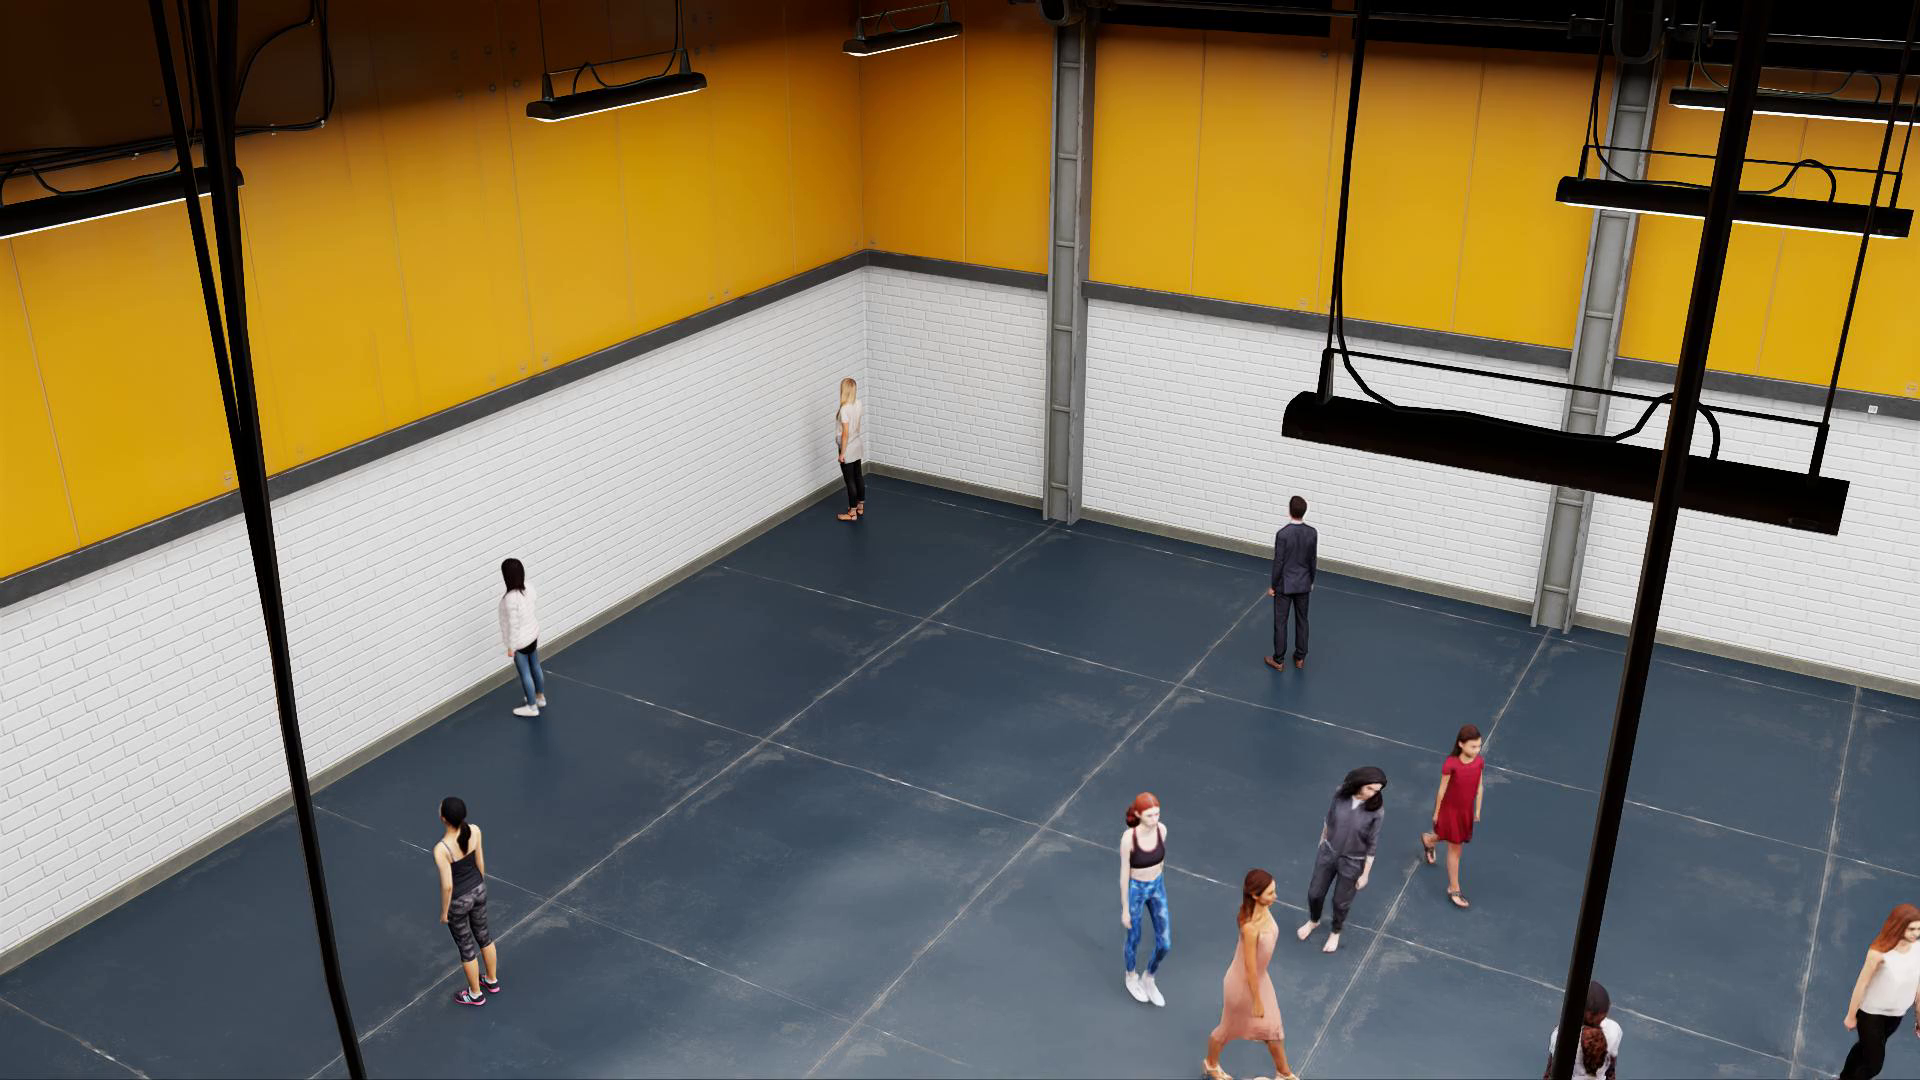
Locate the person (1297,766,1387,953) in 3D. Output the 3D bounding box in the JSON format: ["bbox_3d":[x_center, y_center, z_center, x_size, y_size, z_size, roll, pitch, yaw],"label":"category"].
[{"bbox_3d":[2.929,2.412,12.668,0.815,1.711,0.546,-17,29,-34],"label":"person"}]

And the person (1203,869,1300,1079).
[{"bbox_3d":[1.855,2.980,11.257,0.975,1.800,0.652,11,26,24],"label":"person"}]

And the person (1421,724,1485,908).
[{"bbox_3d":[3.991,2.143,13.515,0.938,1.524,1.047,-8,25,-19],"label":"person"}]

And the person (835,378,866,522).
[{"bbox_3d":[-1.351,-1.133,20.632,0.549,1.826,0.631,10,26,22],"label":"person"}]

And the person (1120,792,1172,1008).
[{"bbox_3d":[1.291,2.594,12.174,0.743,1.772,0.809,-10,26,-22],"label":"person"}]

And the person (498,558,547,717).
[{"bbox_3d":[-4.244,0.931,16.148,0.641,1.635,0.681,6,24,13],"label":"person"}]

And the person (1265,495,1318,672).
[{"bbox_3d":[3.386,0.439,16.987,0.729,1.866,0.789,-6,24,-14],"label":"person"}]

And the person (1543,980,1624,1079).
[{"bbox_3d":[3.832,3.479,10.219,0.773,1.717,0.833,-2,24,-5],"label":"person"}]

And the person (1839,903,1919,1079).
[{"bbox_3d":[6.082,3.091,11.118,0.776,1.707,0.838,-8,25,-18],"label":"person"}]

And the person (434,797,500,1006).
[{"bbox_3d":[-3.610,2.626,12.155,0.538,1.729,0.564,14,27,29],"label":"person"}]
